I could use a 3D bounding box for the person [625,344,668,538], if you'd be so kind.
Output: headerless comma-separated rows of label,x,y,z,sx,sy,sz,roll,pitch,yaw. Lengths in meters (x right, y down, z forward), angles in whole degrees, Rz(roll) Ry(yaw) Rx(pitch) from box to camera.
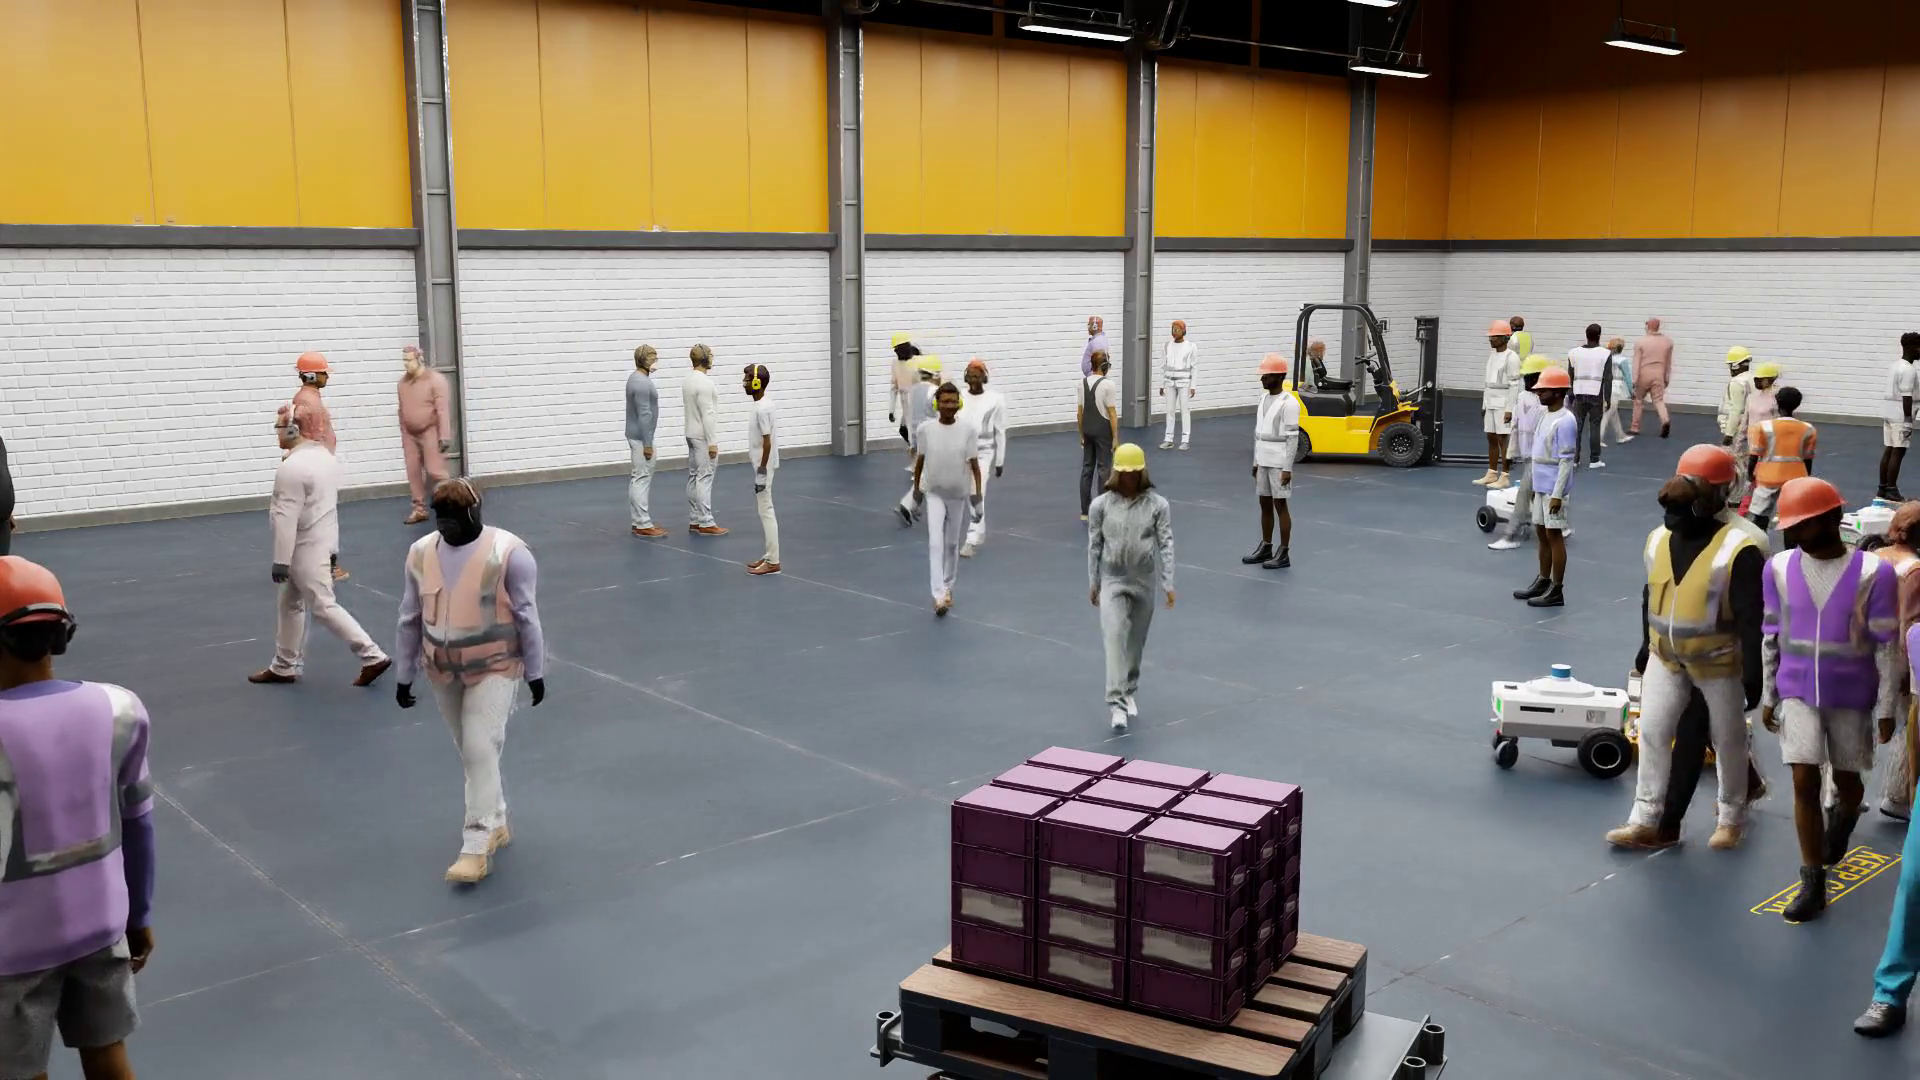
person,-3.175,-0.994,16.711,0.378,1.937,0.629,-3,10,-16

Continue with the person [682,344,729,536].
person,-2.592,-1.009,16.792,0.372,1.940,0.631,-5,11,-27

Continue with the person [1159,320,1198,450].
person,3.167,-2.249,24.219,0.584,1.881,0.349,6,11,32

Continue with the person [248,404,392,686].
person,-4.200,0.048,10.815,0.942,1.871,0.652,-1,10,-4

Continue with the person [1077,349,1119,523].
person,1.458,-1.079,17.487,0.504,1.841,0.344,9,13,43

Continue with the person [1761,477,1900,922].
person,3.793,0.648,7.270,0.578,1.879,0.861,8,13,40

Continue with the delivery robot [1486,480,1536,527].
delivery robot,5.635,-0.360,16.760,0.477,0.478,0.707,-3,10,-17

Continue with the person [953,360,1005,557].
person,0.143,-0.804,15.889,0.575,1.843,0.978,4,10,21

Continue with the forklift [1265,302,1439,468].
forklift,5.320,-2.157,22.763,2.313,2.155,1.214,3,10,16

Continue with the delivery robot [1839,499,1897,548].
delivery robot,8.520,-0.137,15.456,0.707,0.478,0.477,-3,10,-14

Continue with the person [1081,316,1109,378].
person,2.046,-2.444,25.288,0.410,1.909,0.643,2,10,10

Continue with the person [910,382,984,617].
person,-0.099,-0.320,13.074,0.557,1.829,0.951,-1,10,-4

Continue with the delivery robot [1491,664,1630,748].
delivery robot,3.311,0.932,9.201,0.707,0.478,0.477,3,10,15

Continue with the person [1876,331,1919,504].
person,10.742,-1.395,18.971,0.366,1.962,0.614,2,10,13

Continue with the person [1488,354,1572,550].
person,5.572,-0.851,16.039,0.971,1.884,0.604,-3,10,-15

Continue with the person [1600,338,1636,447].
person,9.698,-2.168,24.580,0.865,1.597,0.530,-3,10,-17

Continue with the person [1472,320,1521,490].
person,6.493,-1.630,20.121,0.373,2.042,0.614,-2,10,-13

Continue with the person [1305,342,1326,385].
person,5.074,-2.061,24.000,0.834,1.585,0.517,-1,10,-3

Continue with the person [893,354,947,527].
person,-0.355,-1.038,17.376,0.840,1.801,0.591,-6,11,-31

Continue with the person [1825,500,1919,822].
person,4.648,0.603,8.250,0.582,1.612,0.548,0,10,2

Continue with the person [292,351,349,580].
person,-5.601,-0.644,14.487,0.385,1.992,0.624,-6,11,-31

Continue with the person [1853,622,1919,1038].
person,3.704,0.892,6.072,0.927,1.805,0.581,-8,12,-38

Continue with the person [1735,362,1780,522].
person,8.430,-1.010,17.419,0.891,1.724,0.538,-2,10,-14

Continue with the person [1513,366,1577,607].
person,4.742,-0.431,13.409,0.355,1.938,0.545,0,10,-2

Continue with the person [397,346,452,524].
person,-5.646,-1.124,17.617,0.667,1.883,0.598,4,10,21

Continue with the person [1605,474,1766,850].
person,3.447,0.596,7.820,0.822,1.800,0.713,-7,12,-34

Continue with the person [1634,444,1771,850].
person,3.638,0.490,8.032,1.002,1.947,0.618,-4,10,-22

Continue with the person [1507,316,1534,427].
person,8.994,-2.701,26.982,0.634,1.841,0.429,-6,11,-32

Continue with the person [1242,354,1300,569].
person,2.816,-0.710,15.041,0.356,1.937,0.552,-5,11,-25

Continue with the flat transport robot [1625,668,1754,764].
flat transport robot,4.277,1.019,9.791,0.652,0.197,1.431,4,10,22

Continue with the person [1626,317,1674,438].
person,10.782,-2.541,25.938,0.662,1.881,0.852,-1,10,-5

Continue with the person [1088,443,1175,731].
person,1.022,0.280,9.919,0.507,1.698,0.873,0,10,-1

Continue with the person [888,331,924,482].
person,-0.586,-1.661,20.768,0.601,1.878,0.619,9,13,44

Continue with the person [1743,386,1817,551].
person,7.131,-0.488,14.468,0.554,1.686,0.342,1,10,6

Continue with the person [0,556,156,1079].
person,-2.467,1.051,4.482,0.417,2.031,0.609,5,11,29

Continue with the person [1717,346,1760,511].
person,8.609,-1.231,18.437,0.404,1.821,0.588,9,13,43

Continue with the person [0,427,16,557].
person,-6.960,-0.200,11.758,0.538,2.000,0.688,4,10,20

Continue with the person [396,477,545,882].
person,-2.292,0.629,7.556,0.664,1.810,0.828,3,10,15

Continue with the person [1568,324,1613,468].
person,8.393,-1.922,22.197,0.591,1.919,0.392,8,12,37

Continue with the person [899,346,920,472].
person,-0.600,-1.696,21.582,0.385,1.663,0.586,-5,11,-27

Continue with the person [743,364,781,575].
person,-1.758,-0.619,14.739,0.310,1.859,0.532,-1,10,-5
